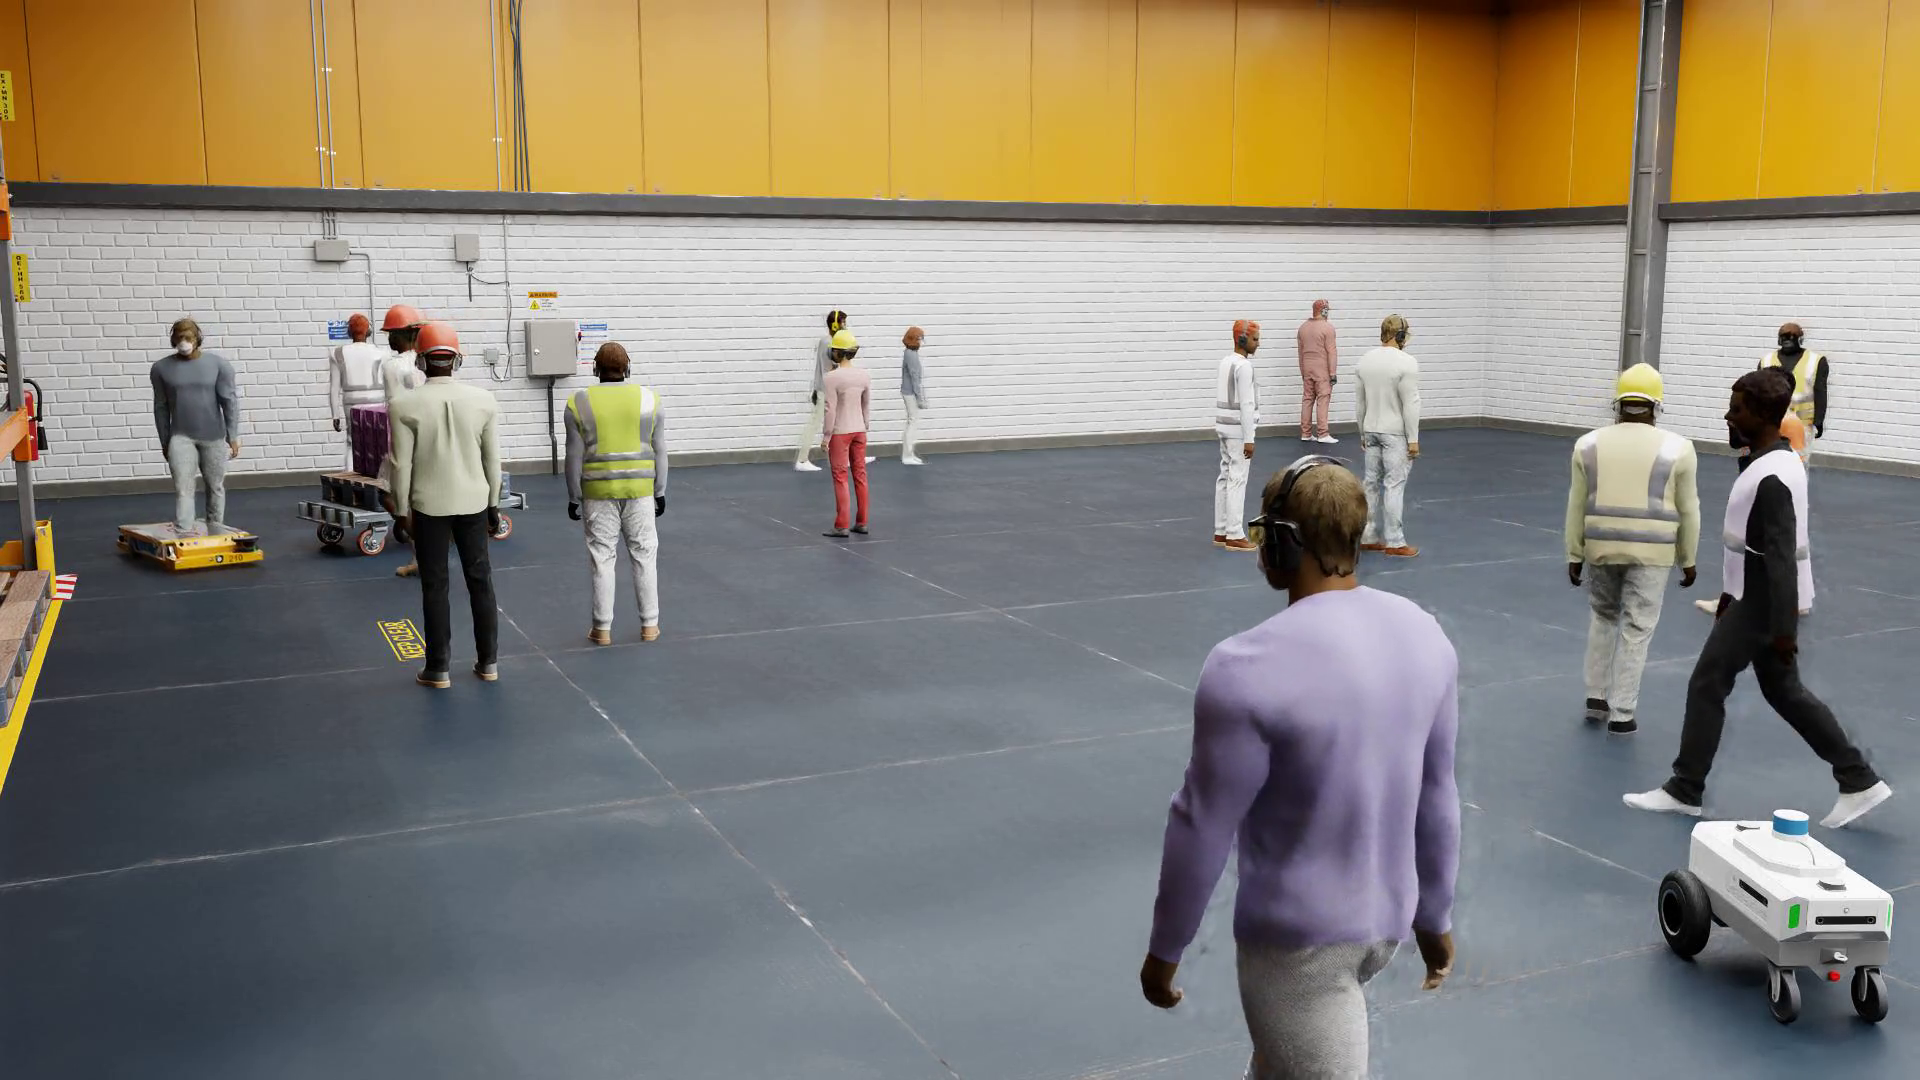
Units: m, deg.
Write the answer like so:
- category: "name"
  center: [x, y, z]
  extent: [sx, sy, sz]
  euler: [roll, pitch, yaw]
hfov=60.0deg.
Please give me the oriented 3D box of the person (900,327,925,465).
- category: "person"
  center: [-0.567, -1.690, 19.610]
  extent: [0.329, 1.611, 0.535]
  euler: [-1, 9, -8]

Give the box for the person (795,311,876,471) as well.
- category: "person"
  center: [-1.443, -1.684, 18.942]
  extent: [0.995, 1.816, 0.535]
  euler: [-1, 9, -8]

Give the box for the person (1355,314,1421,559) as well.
- category: "person"
  center: [3.400, -0.820, 13.197]
  extent: [0.372, 1.937, 0.627]
  euler: [-6, 11, -31]

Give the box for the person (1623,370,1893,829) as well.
- category: "person"
  center: [3.315, 0.249, 6.765]
  extent: [0.949, 1.882, 0.589]
  euler: [5, 10, 28]

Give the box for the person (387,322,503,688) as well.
- category: "person"
  center: [-2.812, -0.190, 9.101]
  extent: [0.612, 1.995, 0.393]
  euler: [-6, 11, -34]

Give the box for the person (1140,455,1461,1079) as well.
- category: "person"
  center: [0.639, 0.767, 3.464]
  extent: [0.661, 1.893, 0.976]
  euler: [-7, 11, -37]

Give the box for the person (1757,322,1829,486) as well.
- category: "person"
  center: [7.748, -1.130, 15.519]
  extent: [0.620, 1.815, 0.884]
  euler: [6, 11, 33]

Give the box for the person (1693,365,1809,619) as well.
- category: "person"
  center: [5.183, -0.296, 10.797]
  extent: [0.828, 1.662, 0.543]
  euler: [2, 9, 11]

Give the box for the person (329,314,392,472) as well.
- category: "person"
  center: [-5.679, -1.221, 15.879]
  extent: [0.590, 1.870, 0.405]
  euler: [-1, 9, -9]

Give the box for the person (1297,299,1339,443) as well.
- category: "person"
  center: [4.775, -2.238, 22.085]
  extent: [0.410, 1.908, 0.643]
  euler: [-6, 11, -34]

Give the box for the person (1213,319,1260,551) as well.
- category: "person"
  center: [2.266, -0.857, 13.576]
  extent: [0.337, 1.884, 0.584]
  euler: [-2, 9, -11]

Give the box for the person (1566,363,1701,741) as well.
- category: "person"
  center: [3.303, 0.051, 8.143]
  extent: [0.589, 1.816, 0.606]
  euler: [8, 12, 39]

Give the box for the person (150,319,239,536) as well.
- category: "person"
  center: [-5.997, -0.779, 13.054]
  extent: [0.648, 1.886, 0.996]
  euler: [-3, 10, -16]

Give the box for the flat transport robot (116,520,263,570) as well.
- category: "flat transport robot"
  center: [-6.109, 0.018, 13.145]
  extent: [0.652, 0.197, 1.431]
  euler: [-8, 12, -42]

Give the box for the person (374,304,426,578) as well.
- category: "person"
  center: [-4.051, -0.709, 12.224]
  extent: [0.423, 2.027, 0.617]
  euler: [4, 10, 21]

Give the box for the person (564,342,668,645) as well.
- category: "person"
  center: [-2.094, -0.282, 10.149]
  extent: [0.622, 1.845, 0.429]
  euler: [-3, 10, -19]

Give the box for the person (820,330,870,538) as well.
- category: "person"
  center: [-0.987, -0.905, 14.246]
  extent: [0.310, 1.770, 0.533]
  euler: [8, 12, 42]

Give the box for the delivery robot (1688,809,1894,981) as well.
- category: "delivery robot"
  center: [2.616, 1.100, 5.268]
  extent: [0.477, 0.478, 0.707]
  euler: [0, 9, -1]
